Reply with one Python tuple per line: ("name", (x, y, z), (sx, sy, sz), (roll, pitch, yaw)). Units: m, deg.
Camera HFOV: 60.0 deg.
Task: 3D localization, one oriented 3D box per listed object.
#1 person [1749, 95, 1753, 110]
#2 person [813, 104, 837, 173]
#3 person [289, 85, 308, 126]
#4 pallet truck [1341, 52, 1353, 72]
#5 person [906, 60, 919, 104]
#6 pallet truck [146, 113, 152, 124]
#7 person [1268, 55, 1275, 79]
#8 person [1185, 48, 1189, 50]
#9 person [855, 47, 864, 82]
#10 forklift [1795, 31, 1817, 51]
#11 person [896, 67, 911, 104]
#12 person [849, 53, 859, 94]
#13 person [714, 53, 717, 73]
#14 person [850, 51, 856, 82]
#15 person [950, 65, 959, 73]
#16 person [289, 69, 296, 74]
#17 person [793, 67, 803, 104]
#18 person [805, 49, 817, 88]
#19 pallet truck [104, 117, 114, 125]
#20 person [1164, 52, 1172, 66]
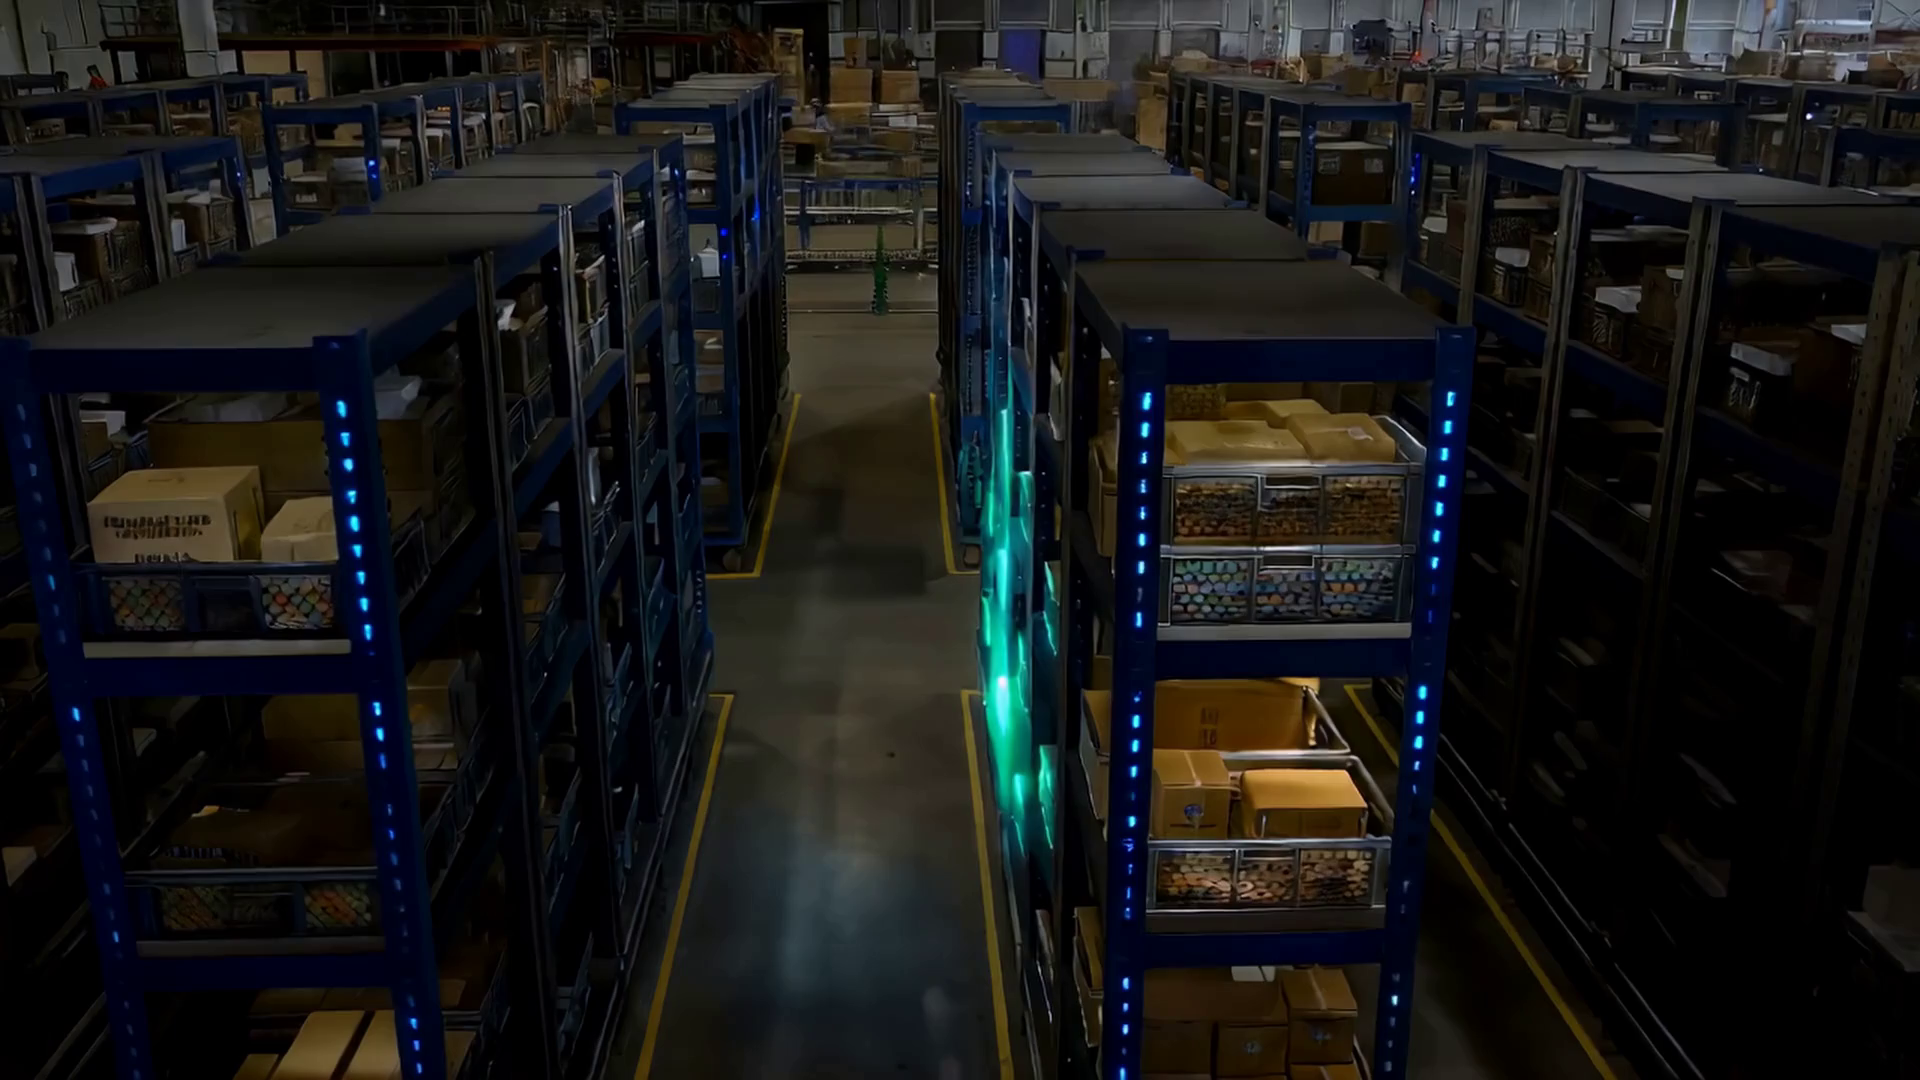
("person", (32.025, -18.296, 67.432), (0.587, 1.914, 0.392), (2, 18, 5))
("person", (-3.526, -10.384, 43.126), (0.929, 1.798, 0.547), (6, 19, 17))
("person", (-22.965, -15.155, 57.760), (0.575, 1.883, 0.355), (-14, 22, -36))
("pallet truck", (18.794, -23.123, 82.231), (0.823, 1.965, 1.885), (-13, 22, -35))
("person", (-2.131, -19.335, 70.533), (1.026, 1.986, 0.616), (-7, 19, -19))
("pallet truck", (-18.087, -8.309, 36.390), (1.885, 1.965, 0.823), (-1, 18, -4))
("person", (15.084, -22.588, 80.782), (0.329, 1.872, 0.508), (13, 22, 36))
("person", (11.943, -24.917, 87.787), (0.377, 1.995, 0.612), (-13, 22, -35))
("person", (-5.664, -26.573, 93.031), (0.479, 1.908, 0.600), (-8, 20, -24))
("forklift", (45.899, -26.245, 90.478), (1.129, 2.768, 1.873), (-1, 18, -2))
("person", (-2.021, -16.707, 62.309), (0.754, 2.000, 0.691), (5, 19, 16))
("person", (-5.209, -22.978, 81.893), (0.370, 1.928, 0.543), (8, 20, 25))
("person", (-12.743, -24.389, 86.452), (0.832, 1.809, 0.642), (-15, 23, -39))
("person", (-5.951, -26.663, 93.701), (0.646, 1.666, 0.551), (-10, 20, -28))
("person", (-0.240, -18.251, 67.309), (0.638, 1.910, 0.936), (-1, 18, -3))
("person", (-25.043, -16.752, 62.629), (0.366, 1.928, 0.585), (-16, 24, -41))
("person", (-6.280, -17.594, 65.289), (0.980, 1.883, 0.571), (-4, 18, -14))
("person", (-7.787, -24.680, 87.104), (0.626, 1.966, 0.904), (4, 18, 13))
("pallet truck", (-18.367, -7.885, 35.078), (1.885, 1.965, 0.823), (1, 18, 2))
("person", (10.859, -24.463, 86.640), (0.436, 1.832, 0.648), (6, 19, 18))
